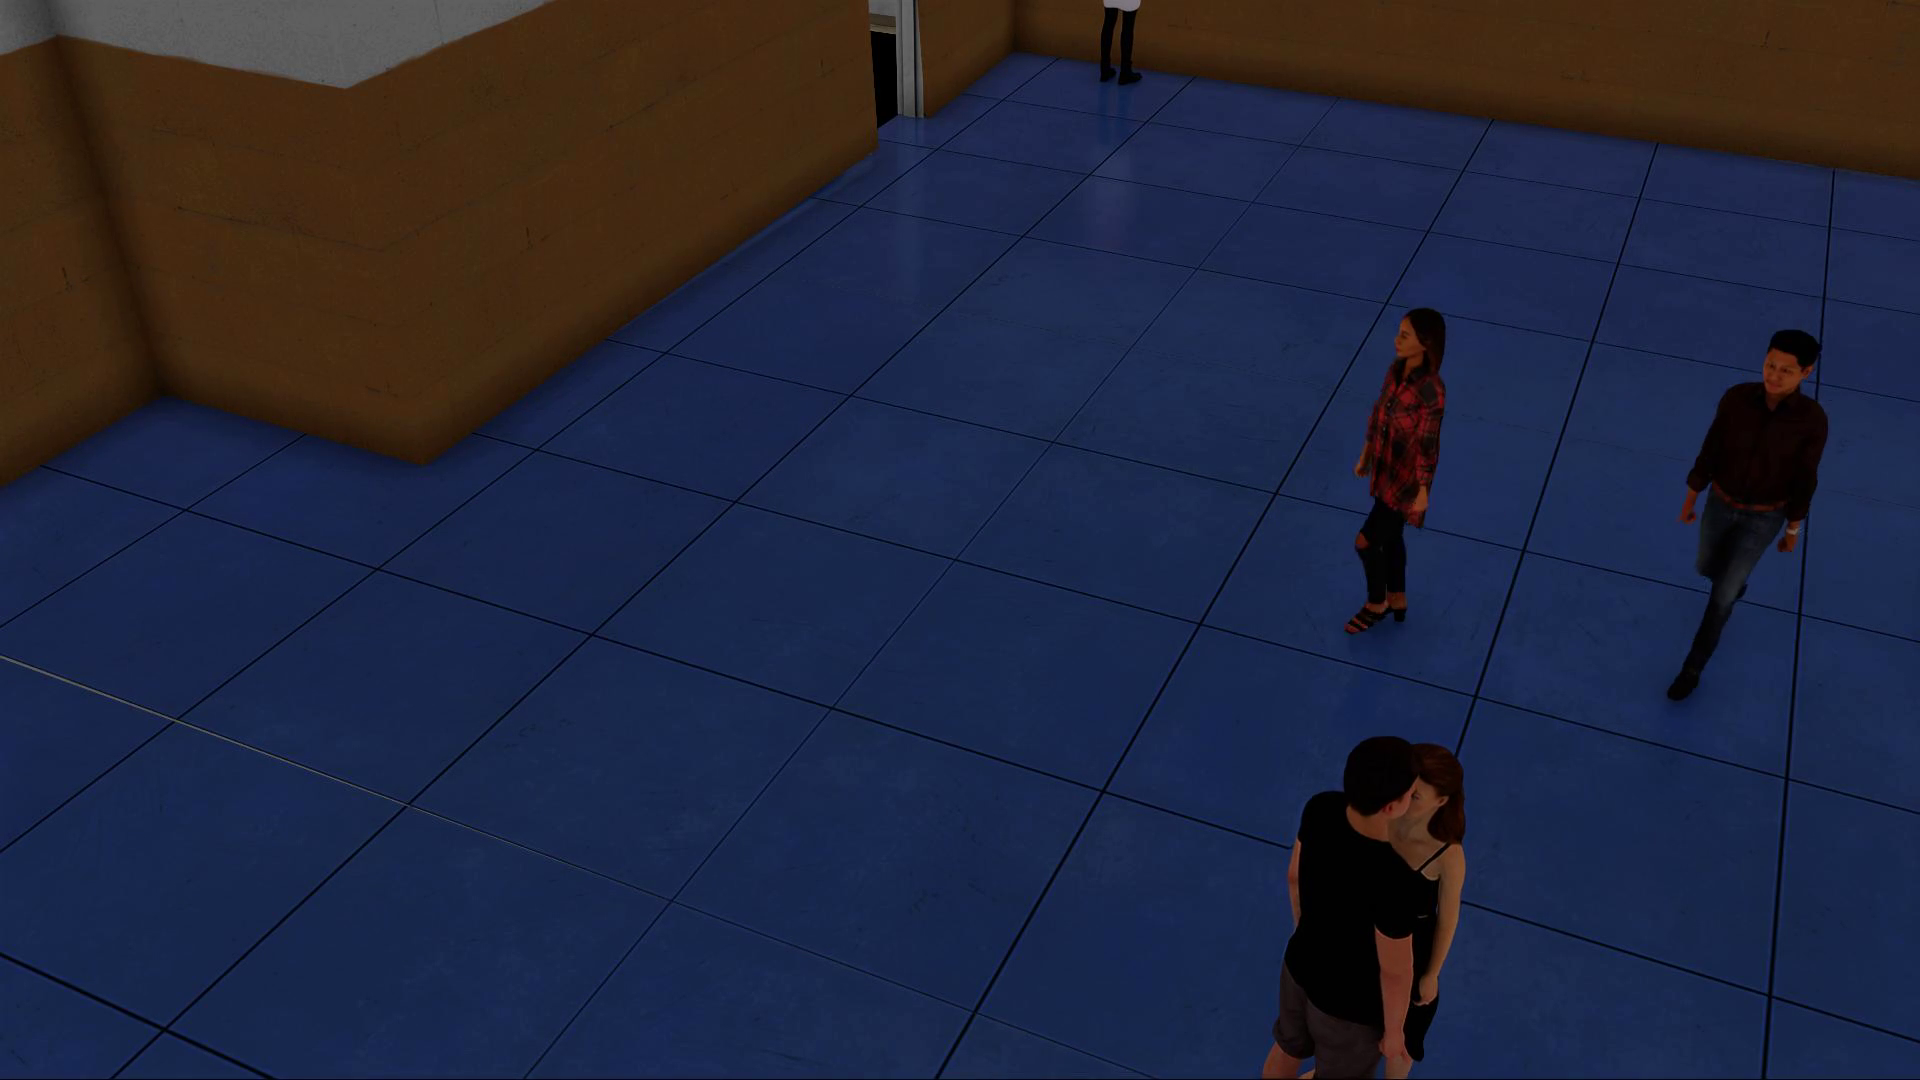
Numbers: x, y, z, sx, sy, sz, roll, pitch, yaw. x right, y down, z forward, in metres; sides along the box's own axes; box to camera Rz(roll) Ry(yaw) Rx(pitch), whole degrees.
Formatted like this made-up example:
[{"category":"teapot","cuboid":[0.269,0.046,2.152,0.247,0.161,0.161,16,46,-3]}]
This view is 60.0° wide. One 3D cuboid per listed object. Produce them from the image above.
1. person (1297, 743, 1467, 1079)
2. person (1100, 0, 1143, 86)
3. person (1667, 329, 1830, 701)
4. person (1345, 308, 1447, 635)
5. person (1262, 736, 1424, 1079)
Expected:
[{"category":"person","cuboid":[1.394,1.299,5.375,0.711,1.624,0.606,-29,43,-36]},{"category":"person","cuboid":[1.413,-4.912,14.550,0.578,1.804,0.728,20,39,27]},{"category":"person","cuboid":[3.537,-0.158,7.449,1.127,1.753,0.949,28,43,35]},{"category":"person","cuboid":[2.117,-0.295,7.711,0.791,1.691,0.752,-6,34,-8]},{"category":"person","cuboid":[1.154,1.333,5.111,0.825,1.861,0.738,-15,36,-21]}]
